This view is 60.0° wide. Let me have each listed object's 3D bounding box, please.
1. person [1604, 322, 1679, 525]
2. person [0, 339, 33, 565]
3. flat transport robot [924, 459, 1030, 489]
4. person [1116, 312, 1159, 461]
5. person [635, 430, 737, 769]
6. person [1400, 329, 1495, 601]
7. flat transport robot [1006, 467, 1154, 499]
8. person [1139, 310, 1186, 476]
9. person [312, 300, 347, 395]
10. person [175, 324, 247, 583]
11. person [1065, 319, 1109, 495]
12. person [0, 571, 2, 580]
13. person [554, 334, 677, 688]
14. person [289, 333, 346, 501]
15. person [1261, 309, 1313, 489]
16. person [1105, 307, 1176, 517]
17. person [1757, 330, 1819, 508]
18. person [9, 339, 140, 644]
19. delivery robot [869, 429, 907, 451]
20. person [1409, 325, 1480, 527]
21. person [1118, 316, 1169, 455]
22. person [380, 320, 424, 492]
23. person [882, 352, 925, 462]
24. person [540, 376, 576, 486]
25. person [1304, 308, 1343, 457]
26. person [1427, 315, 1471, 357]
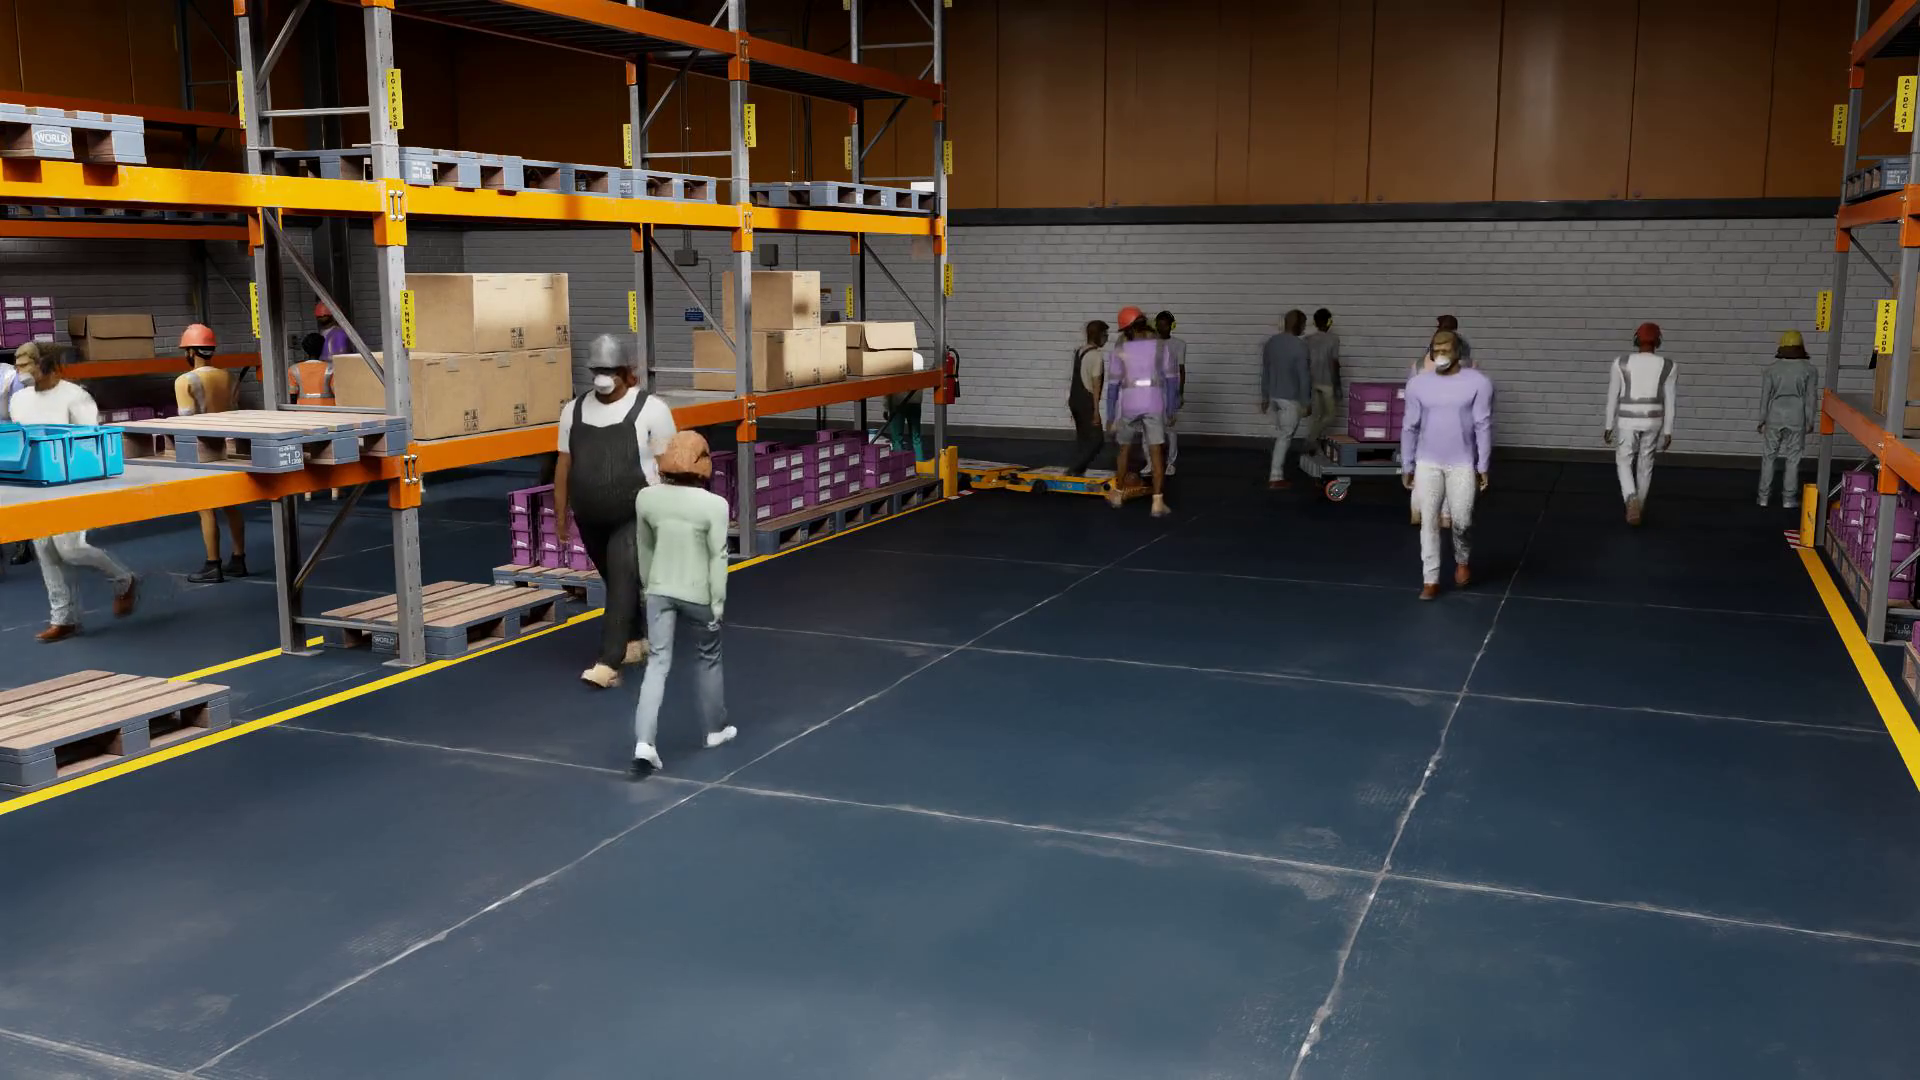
[{"bbox_3d":[6.143,-1.029,15.011,0.592,1.868,0.695,3,10,16],"label":"person"},{"bbox_3d":[-7.632,-0.756,13.137,0.551,1.935,0.375,-1,9,-6],"label":"person"},{"bbox_3d":[0.046,-0.736,18.053,1.431,0.197,0.652,9,13,43],"label":"flat transport robot"},{"bbox_3d":[2.159,-1.847,20.115,0.633,1.820,0.445,4,10,25],"label":"person"},{"bbox_3d":[-1.336,0.274,7.925,0.512,1.597,0.822,2,10,13],"label":"person"},{"bbox_3d":[3.453,-0.538,11.837,0.650,1.927,0.563,5,11,28],"label":"person"},{"bbox_3d":[1.256,-0.600,17.228,1.431,0.197,0.652,6,11,31],"label":"flat transport robot"},{"bbox_3d":[2.300,-1.658,18.838,0.519,1.862,0.326,5,11,28],"label":"person"},{"bbox_3d":[-8.045,-2.085,21.218,0.556,1.933,0.396,9,13,42],"label":"person"},{"bbox_3d":[-5.641,-0.639,12.471,0.372,1.932,0.565,4,10,24],"label":"person"},{"bbox_3d":[1.296,-1.347,17.073,0.463,1.822,0.568,-4,10,-20],"label":"person"},{"bbox_3d":[-7.290,-0.423,11.992,0.539,1.633,0.912,1,9,4],"label":"person"},{"bbox_3d":[-2.006,-0.217,9.557,0.695,2.000,1.045,2,10,15],"label":"person"},{"bbox_3d":[-6.479,-1.238,16.782,0.541,1.695,0.315,-2,10,-10],"label":"person"},{"bbox_3d":[3.491,-1.482,17.596,0.538,1.914,0.635,-5,11,-28],"label":"person"},{"bbox_3d":[1.728,-1.230,15.959,0.676,1.964,0.906,1,9,4],"label":"person"},{"bbox_3d":[8.099,-1.171,16.288,0.514,1.734,0.311,5,10,27],"label":"person"},{"bbox_3d":[-5.684,-0.322,10.588,0.643,1.913,0.612,3,10,17],"label":"person"},{"bbox_3d":[-0.950,-0.989,18.443,0.707,0.478,0.477,5,10,26],"label":"delivery robot"},{"bbox_3d":[4.379,-1.020,15.055,0.649,1.839,0.467,4,10,25],"label":"person"},{"bbox_3d":[2.311,-1.907,20.681,0.642,1.743,0.521,-5,11,-27],"label":"person"},{"bbox_3d":[-5.786,-1.463,17.292,0.420,1.984,0.629,-7,12,-35],"label":"person"},{"bbox_3d":[-0.622,-1.446,17.875,0.530,1.761,0.349,-7,12,-38],"label":"person"},{"bbox_3d":[-3.801,-1.220,15.937,0.626,1.934,0.802,9,13,44],"label":"person"},{"bbox_3d":[4.391,-1.889,20.240,0.554,1.852,0.535,9,13,43],"label":"person"},{"bbox_3d":[5.230,-1.488,17.847,0.564,1.846,0.392,-5,11,-30],"label":"person"}]
